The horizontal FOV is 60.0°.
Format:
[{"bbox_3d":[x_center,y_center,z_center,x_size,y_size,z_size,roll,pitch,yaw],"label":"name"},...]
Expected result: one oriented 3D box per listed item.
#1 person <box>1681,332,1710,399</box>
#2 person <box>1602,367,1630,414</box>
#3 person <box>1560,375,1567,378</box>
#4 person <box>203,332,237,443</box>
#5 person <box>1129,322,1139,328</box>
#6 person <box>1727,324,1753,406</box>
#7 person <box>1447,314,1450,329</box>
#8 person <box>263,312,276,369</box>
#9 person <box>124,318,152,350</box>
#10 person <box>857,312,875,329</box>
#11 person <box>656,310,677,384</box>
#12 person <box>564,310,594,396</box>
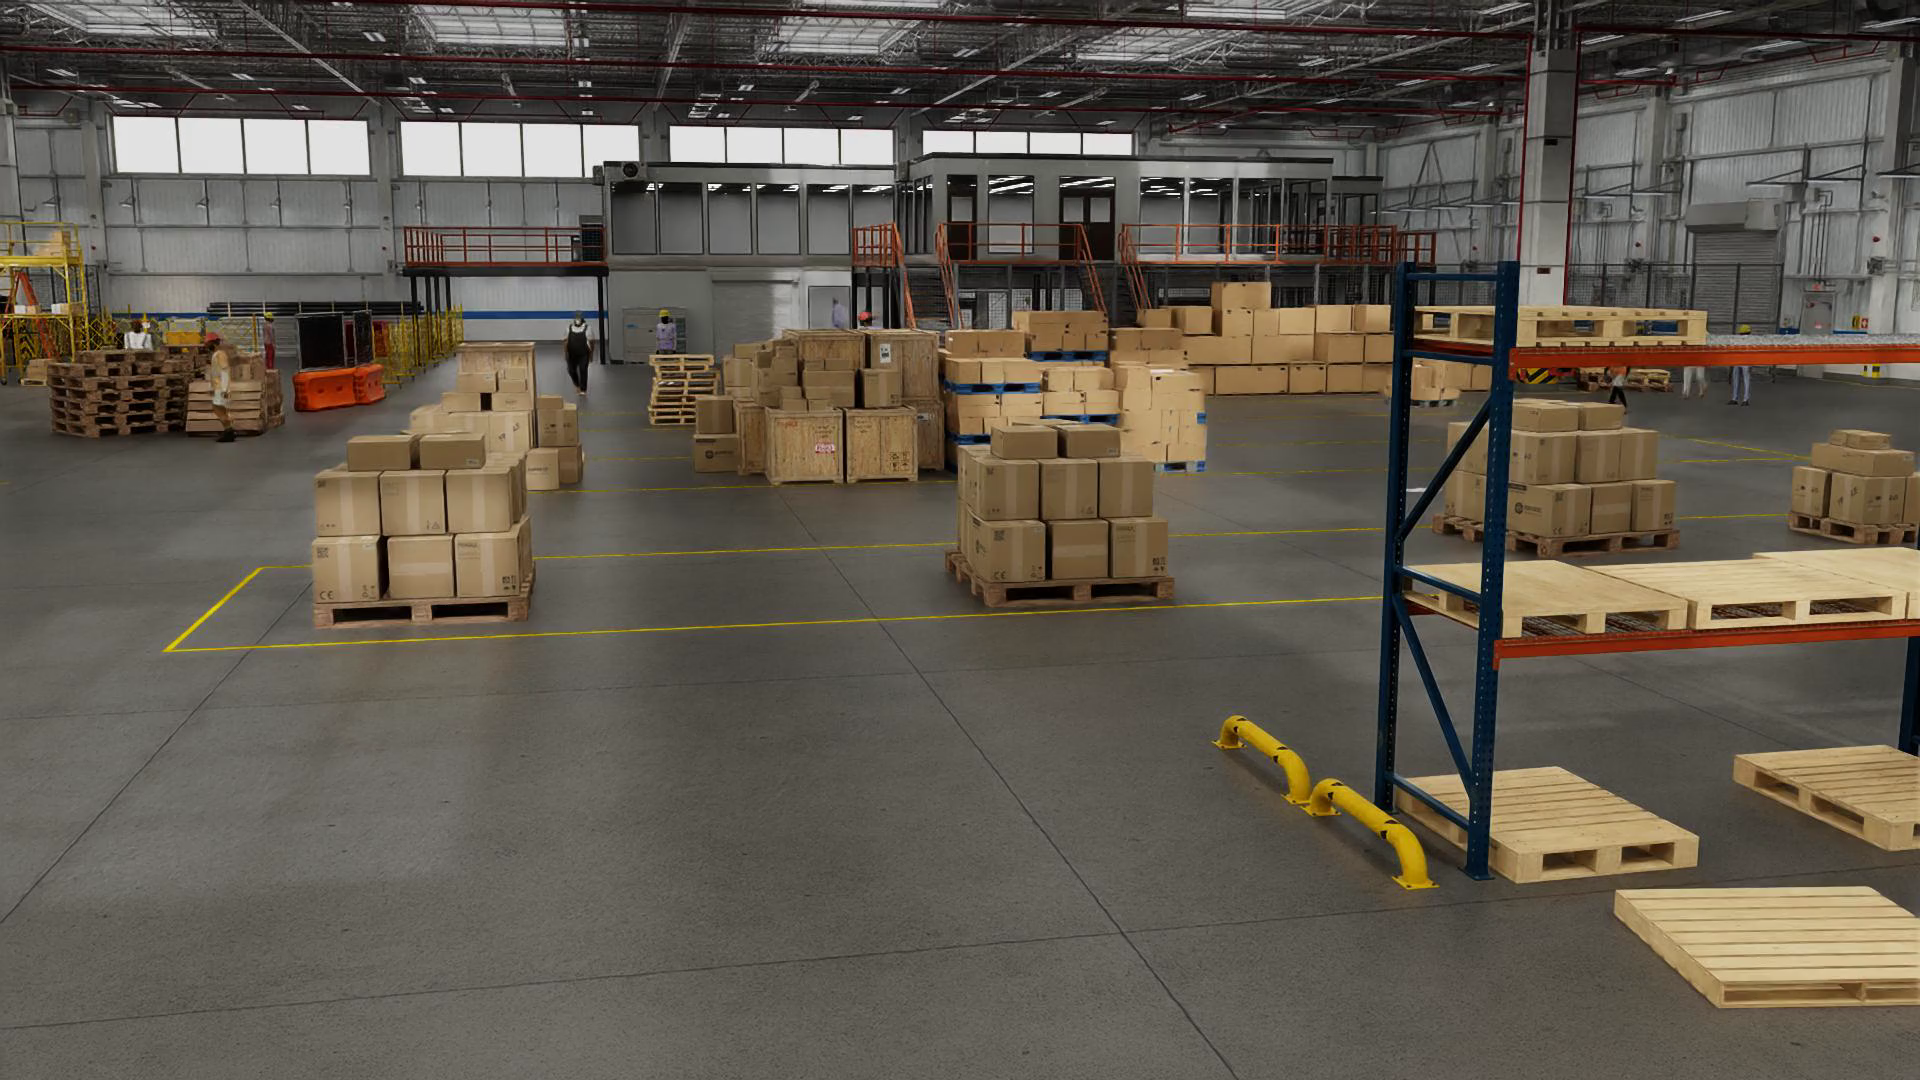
[{"bbox_3d":[16.828,-4.126,38.017,0.761,1.819,0.631,-9,13,-44],"label":"person"},{"bbox_3d":[13.378,-3.369,33.892,0.888,1.643,0.547,-4,10,-22],"label":"person"},{"bbox_3d":[16.249,-5.365,45.026,0.470,1.982,0.624,2,10,15],"label":"person"},{"bbox_3d":[-12.690,-2.602,28.476,0.445,1.901,0.572,-6,11,-31],"label":"person"},{"bbox_3d":[3.710,-3.849,36.313,0.374,1.831,0.626,-2,10,-13],"label":"person"},{"bbox_3d":[17.041,-3.809,36.232,0.308,1.769,0.525,-6,11,-33],"label":"person"},{"bbox_3d":[13.573,-5.457,45.729,0.402,1.944,0.605,-4,10,-23],"label":"person"},{"bbox_3d":[-19.049,-5.402,45.942,0.532,1.768,0.311,9,13,43],"label":"person"},{"bbox_3d":[-18.487,-4.064,37.471,0.597,1.869,0.595,-1,9,-8],"label":"person"},{"bbox_3d":[-2.151,-4.138,37.554,1.034,1.991,0.634,8,12,41],"label":"person"},{"bbox_3d":[-7.506,-4.909,42.444,0.594,1.925,0.369,4,10,23],"label":"person"},{"bbox_3d":[-8.905,-4.376,38.848,0.707,2.000,0.545,0,9,1],"label":"person"}]
